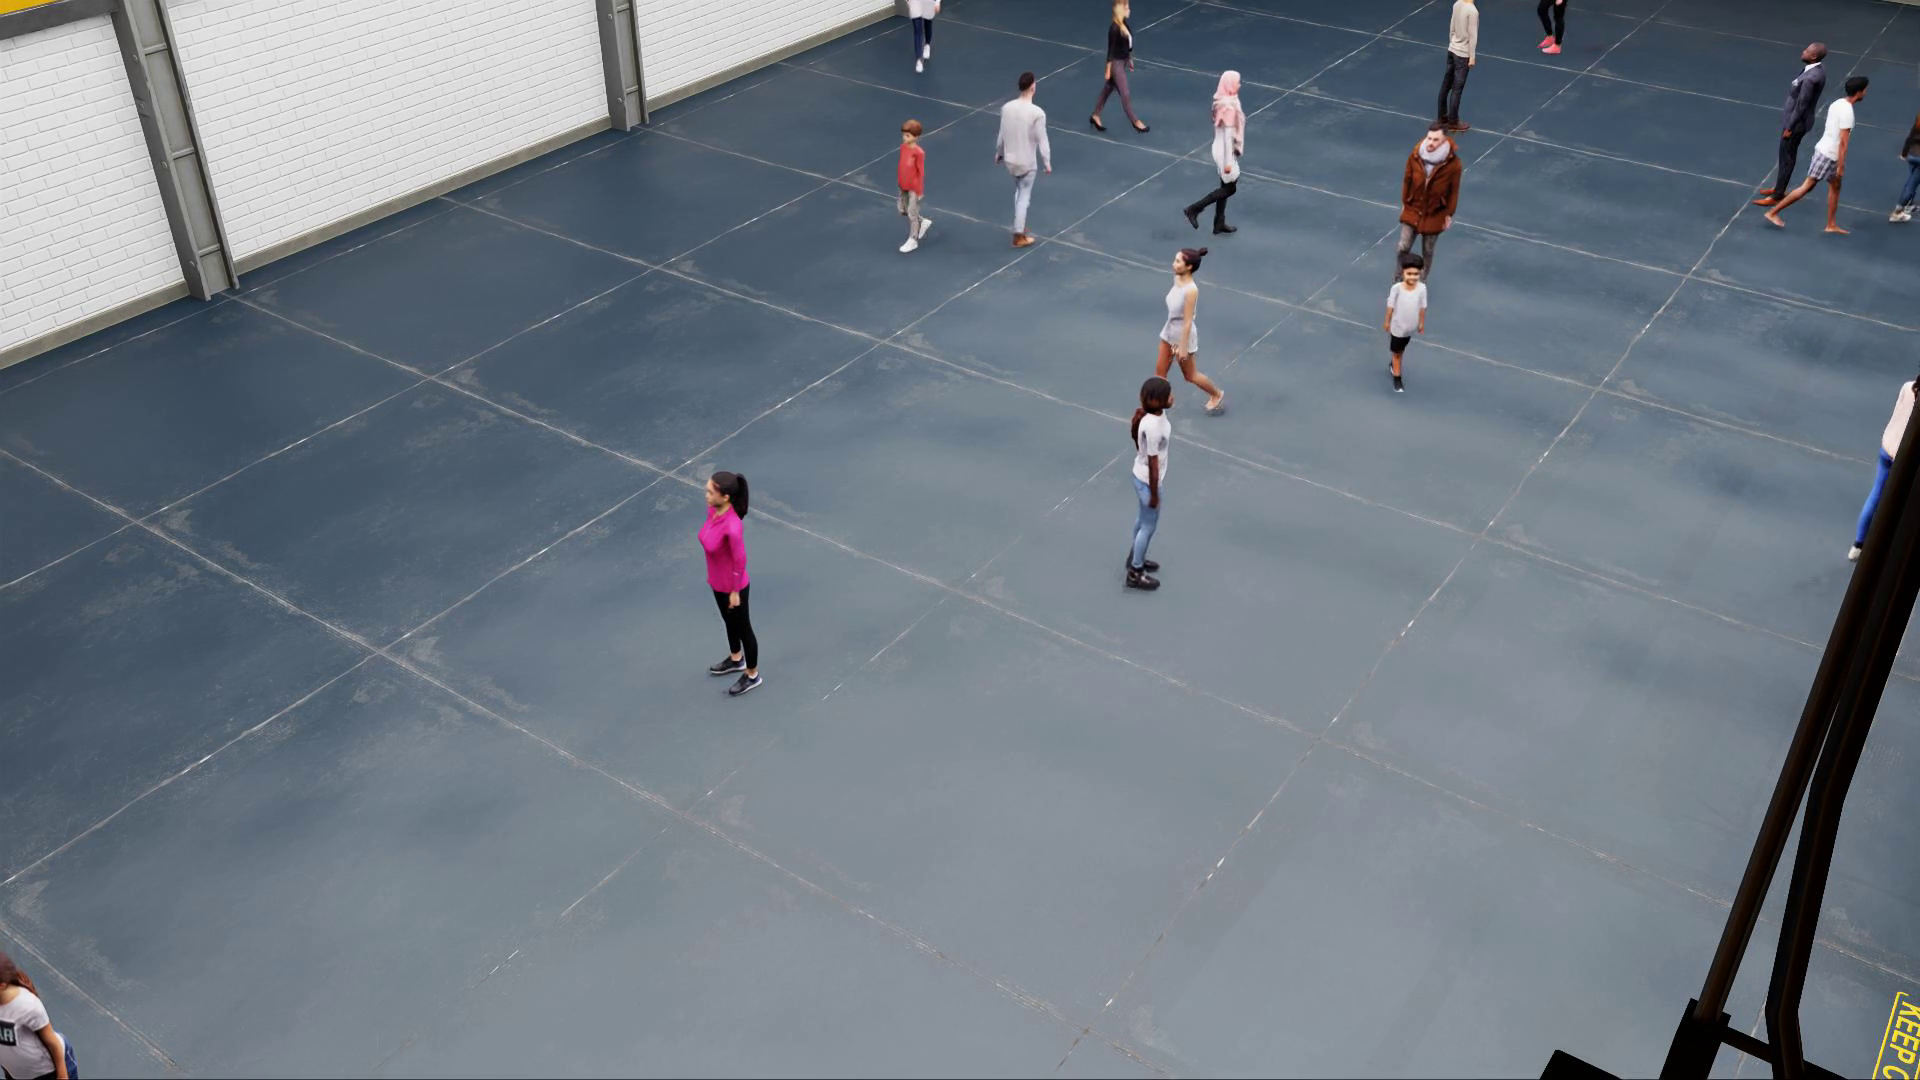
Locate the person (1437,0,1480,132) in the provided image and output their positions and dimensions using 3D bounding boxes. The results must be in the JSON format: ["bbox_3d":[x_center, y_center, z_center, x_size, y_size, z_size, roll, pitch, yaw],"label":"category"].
[{"bbox_3d":[6.168,-6.004,20.521,0.770,1.868,0.742,-11,35,-16],"label":"person"}]

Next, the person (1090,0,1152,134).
[{"bbox_3d":[1.832,-5.775,20.389,0.854,1.633,1.032,12,35,17],"label":"person"}]

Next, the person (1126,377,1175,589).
[{"bbox_3d":[1.399,-0.439,12.282,0.714,1.721,0.605,3,34,4],"label":"person"}]

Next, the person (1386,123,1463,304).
[{"bbox_3d":[4.622,-3.254,16.431,0.801,1.815,0.886,12,36,18],"label":"person"}]

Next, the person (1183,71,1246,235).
[{"bbox_3d":[2.726,-4.081,17.699,0.955,1.790,0.924,-1,34,-1],"label":"person"}]

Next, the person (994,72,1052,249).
[{"bbox_3d":[0.602,-3.972,17.518,0.798,1.809,0.675,26,42,34],"label":"person"}]

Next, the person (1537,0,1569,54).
[{"bbox_3d":[8.412,-7.605,23.098,0.807,1.682,0.738,-2,34,-3],"label":"person"}]

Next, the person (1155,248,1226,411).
[{"bbox_3d":[1.987,-1.777,14.420,1.054,1.581,0.967,-7,34,-11],"label":"person"}]

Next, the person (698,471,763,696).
[{"bbox_3d":[-1.547,0.270,11.235,0.694,1.698,0.673,-18,38,-25],"label":"person"}]

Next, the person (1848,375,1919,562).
[{"bbox_3d":[7.028,-0.591,12.483,0.862,1.751,0.810,-17,37,-23],"label":"person"}]

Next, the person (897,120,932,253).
[{"bbox_3d":[-0.463,-3.762,17.563,0.755,1.409,0.623,-24,40,-31],"label":"person"}]

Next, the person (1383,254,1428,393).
[{"bbox_3d":[4.030,-2.012,15.095,0.783,1.227,0.929,1,34,1],"label":"person"}]

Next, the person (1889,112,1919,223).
[{"bbox_3d":[10.433,-4.176,18.134,0.848,1.466,0.772,-13,36,-18],"label":"person"}]

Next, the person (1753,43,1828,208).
[{"bbox_3d":[9.297,-4.626,18.490,0.748,1.822,0.538,19,38,27],"label":"person"}]

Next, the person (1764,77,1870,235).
[{"bbox_3d":[9.207,-4.092,17.814,0.929,1.680,1.136,10,35,15],"label":"person"}]

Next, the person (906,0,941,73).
[{"bbox_3d":[-0.494,-7.327,22.631,1.038,1.736,1.232,1,34,2],"label":"person"}]
